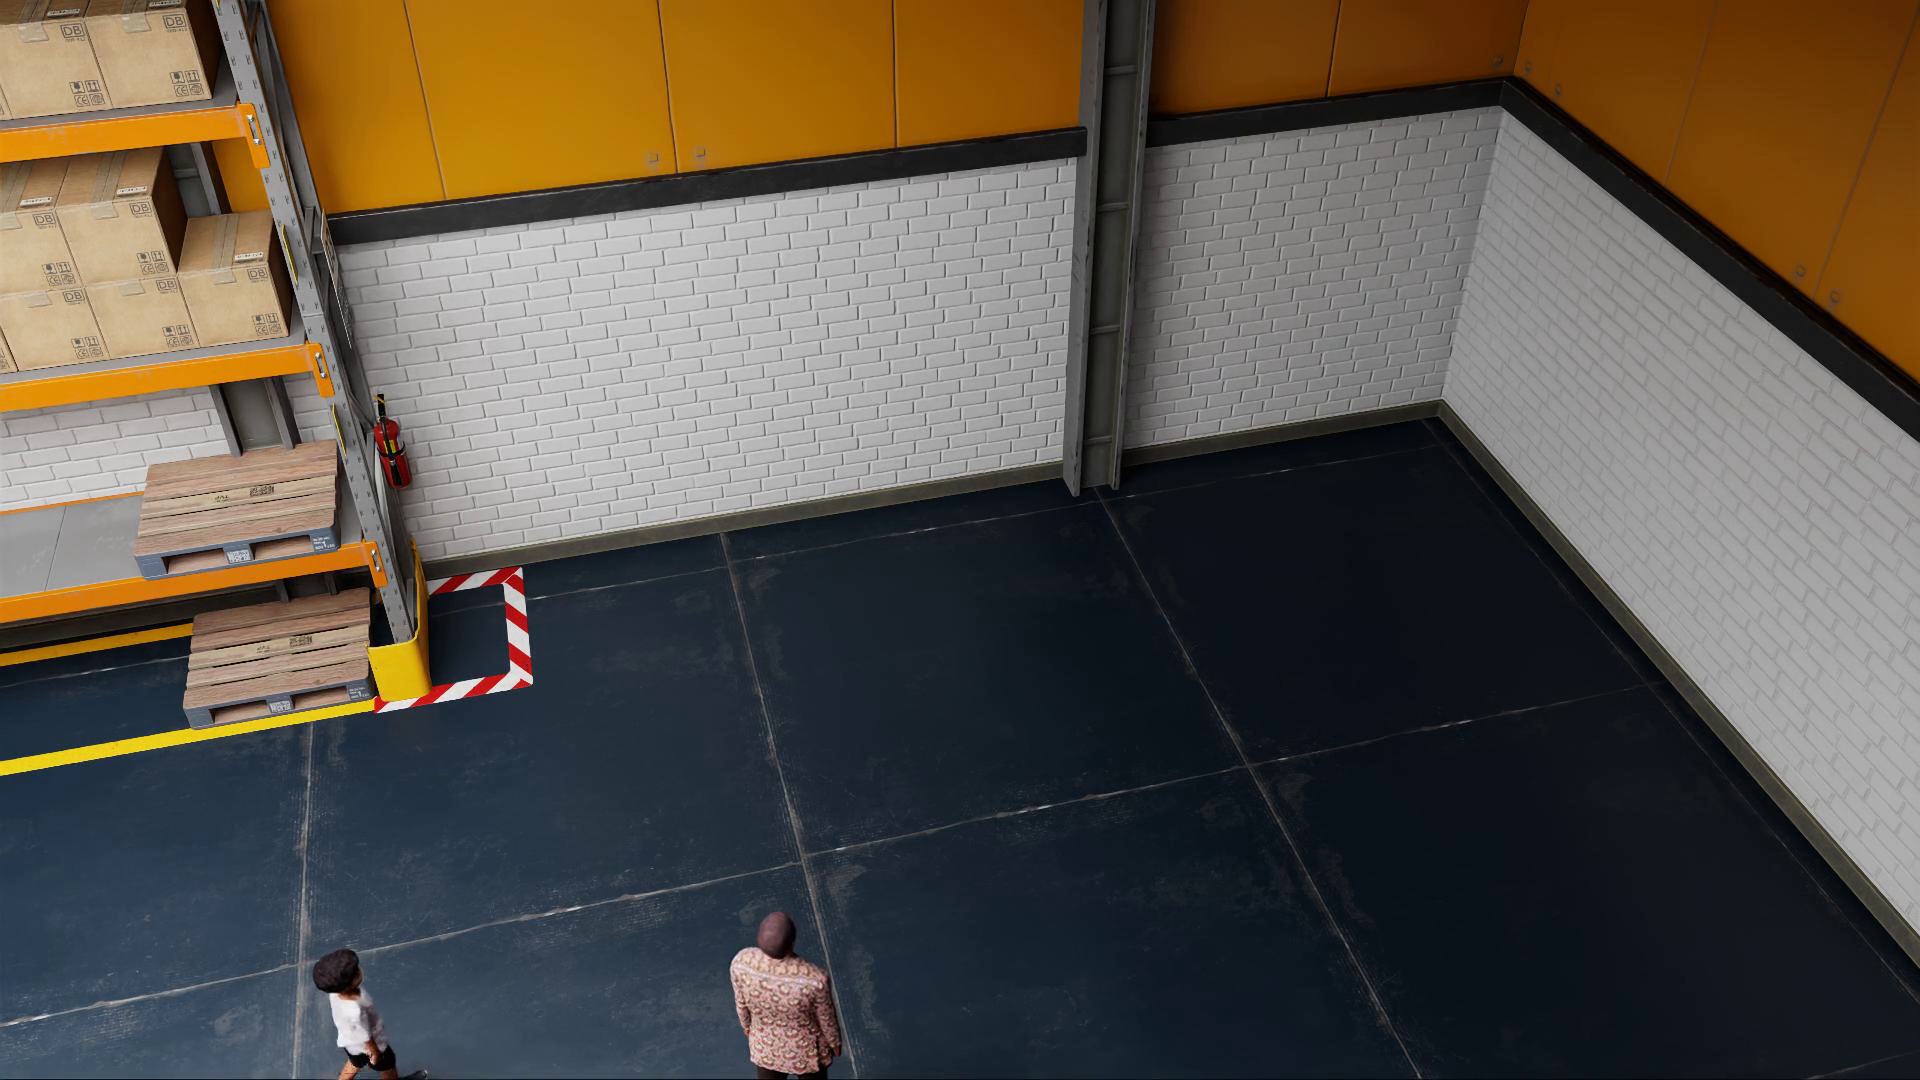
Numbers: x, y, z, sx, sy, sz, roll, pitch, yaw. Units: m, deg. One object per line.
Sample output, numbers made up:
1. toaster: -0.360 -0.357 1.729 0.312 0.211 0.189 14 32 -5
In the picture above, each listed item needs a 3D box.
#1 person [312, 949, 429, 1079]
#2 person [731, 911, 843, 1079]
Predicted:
1. person: -3.168 2.583 8.644 0.842 1.248 0.706 -31 48 -33
2. person: -0.853 2.489 8.314 0.698 1.806 0.828 7 39 9
